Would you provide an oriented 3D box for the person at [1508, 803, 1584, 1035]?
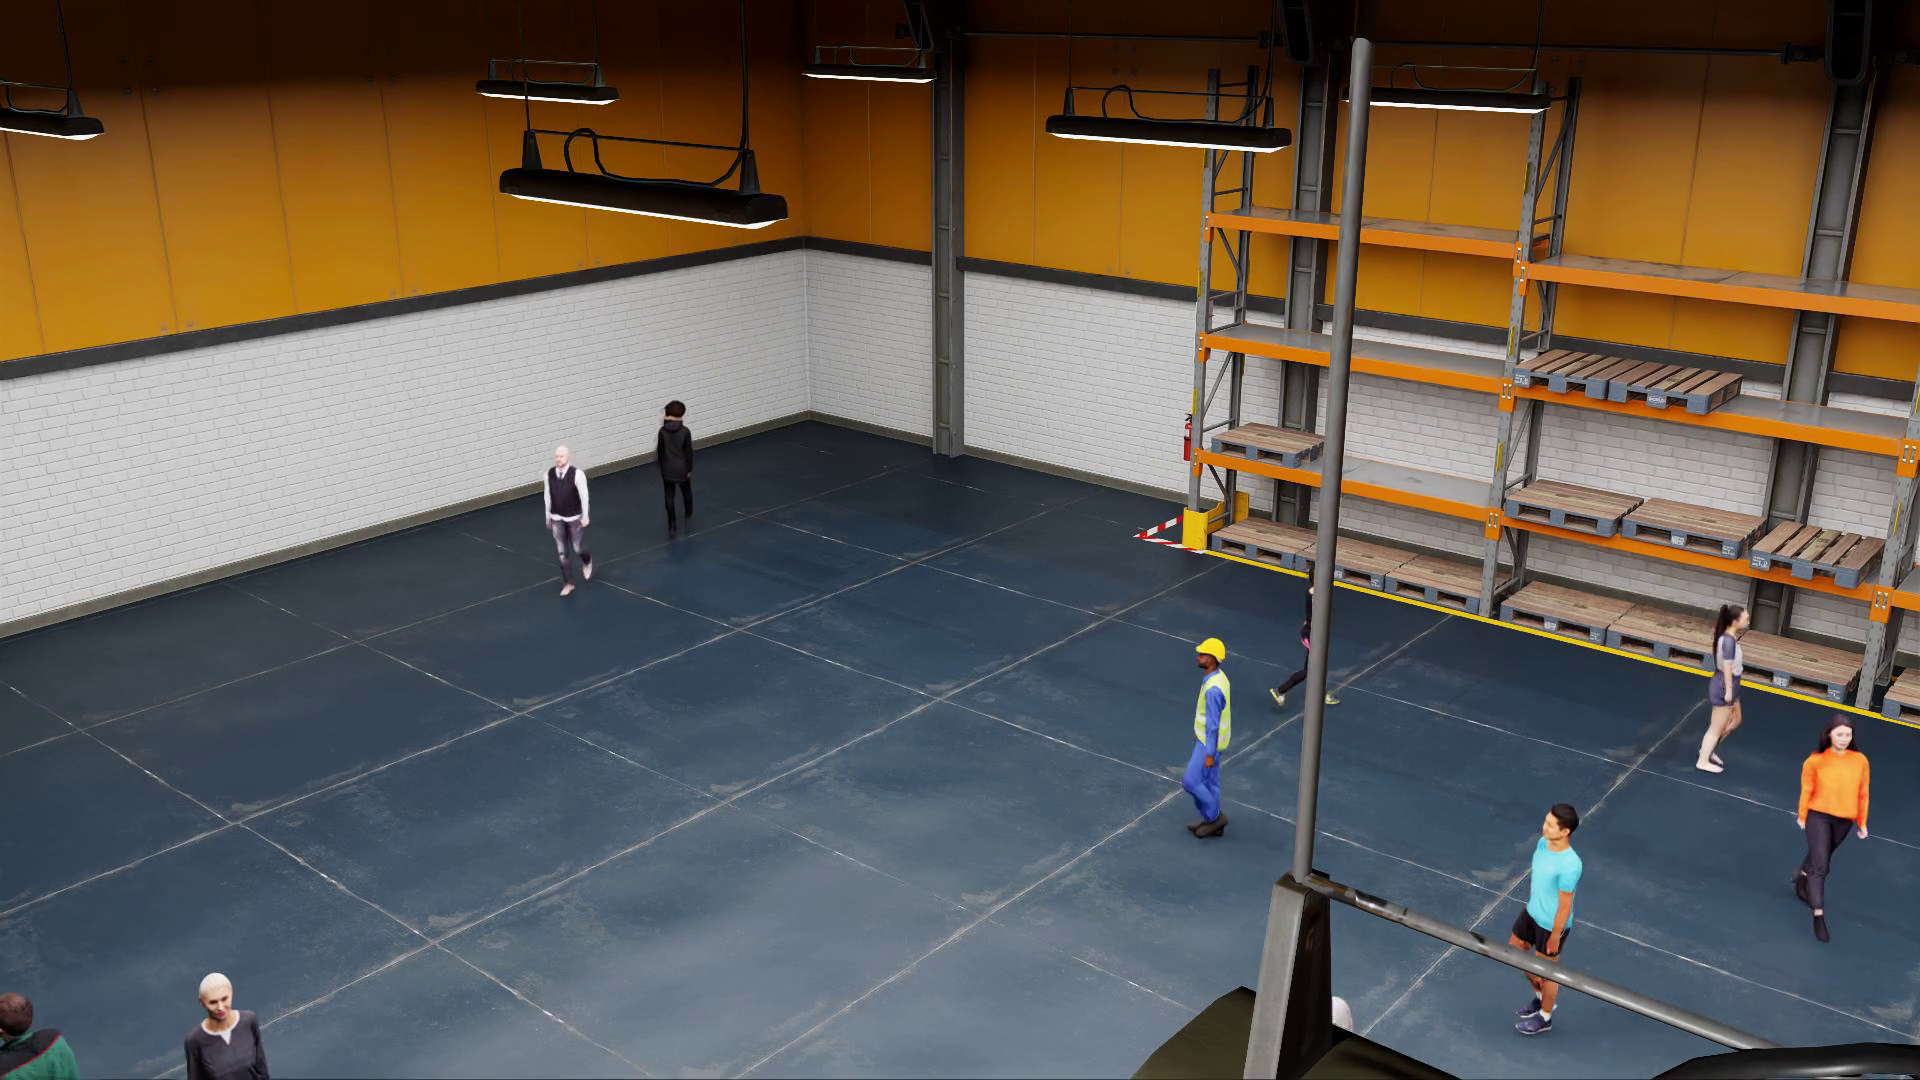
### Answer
[{"bbox_3d":[4.119,2.602,11.420,0.816,1.766,0.747,-3,19,-7],"label":"person"}]

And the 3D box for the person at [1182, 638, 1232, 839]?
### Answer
[{"bbox_3d":[2.192,1.699,14.044,0.825,1.803,0.802,3,19,8],"label":"person"}]

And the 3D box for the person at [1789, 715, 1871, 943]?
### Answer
[{"bbox_3d":[6.697,2.139,12.880,1.109,1.711,1.099,1,19,3],"label":"person"}]

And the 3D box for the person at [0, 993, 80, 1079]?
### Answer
[{"bbox_3d":[-5.029,3.337,9.190,1.116,1.796,0.739,10,21,28],"label":"person"}]

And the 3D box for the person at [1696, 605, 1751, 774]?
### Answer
[{"bbox_3d":[6.942,1.360,15.311,0.651,1.636,0.663,8,20,23],"label":"person"}]

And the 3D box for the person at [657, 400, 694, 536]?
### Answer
[{"bbox_3d":[-3.766,-0.916,21.930,1.110,1.725,1.148,-1,19,-3],"label":"person"}]

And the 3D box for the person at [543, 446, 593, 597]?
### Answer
[{"bbox_3d":[-4.657,-0.262,19.860,0.979,1.807,0.988,4,19,10],"label":"person"}]

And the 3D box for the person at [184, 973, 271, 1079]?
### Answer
[{"bbox_3d":[-4.243,3.240,9.635,0.763,1.696,1.127,-14,23,-36],"label":"person"}]

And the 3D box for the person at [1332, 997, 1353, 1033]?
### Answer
[{"bbox_3d":[2.115,3.324,9.323,0.838,1.736,0.777,-1,19,-2],"label":"person"}]

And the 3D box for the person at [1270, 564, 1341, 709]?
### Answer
[{"bbox_3d":[3.478,0.985,16.595,1.013,1.528,0.926,-1,19,-3],"label":"person"}]
